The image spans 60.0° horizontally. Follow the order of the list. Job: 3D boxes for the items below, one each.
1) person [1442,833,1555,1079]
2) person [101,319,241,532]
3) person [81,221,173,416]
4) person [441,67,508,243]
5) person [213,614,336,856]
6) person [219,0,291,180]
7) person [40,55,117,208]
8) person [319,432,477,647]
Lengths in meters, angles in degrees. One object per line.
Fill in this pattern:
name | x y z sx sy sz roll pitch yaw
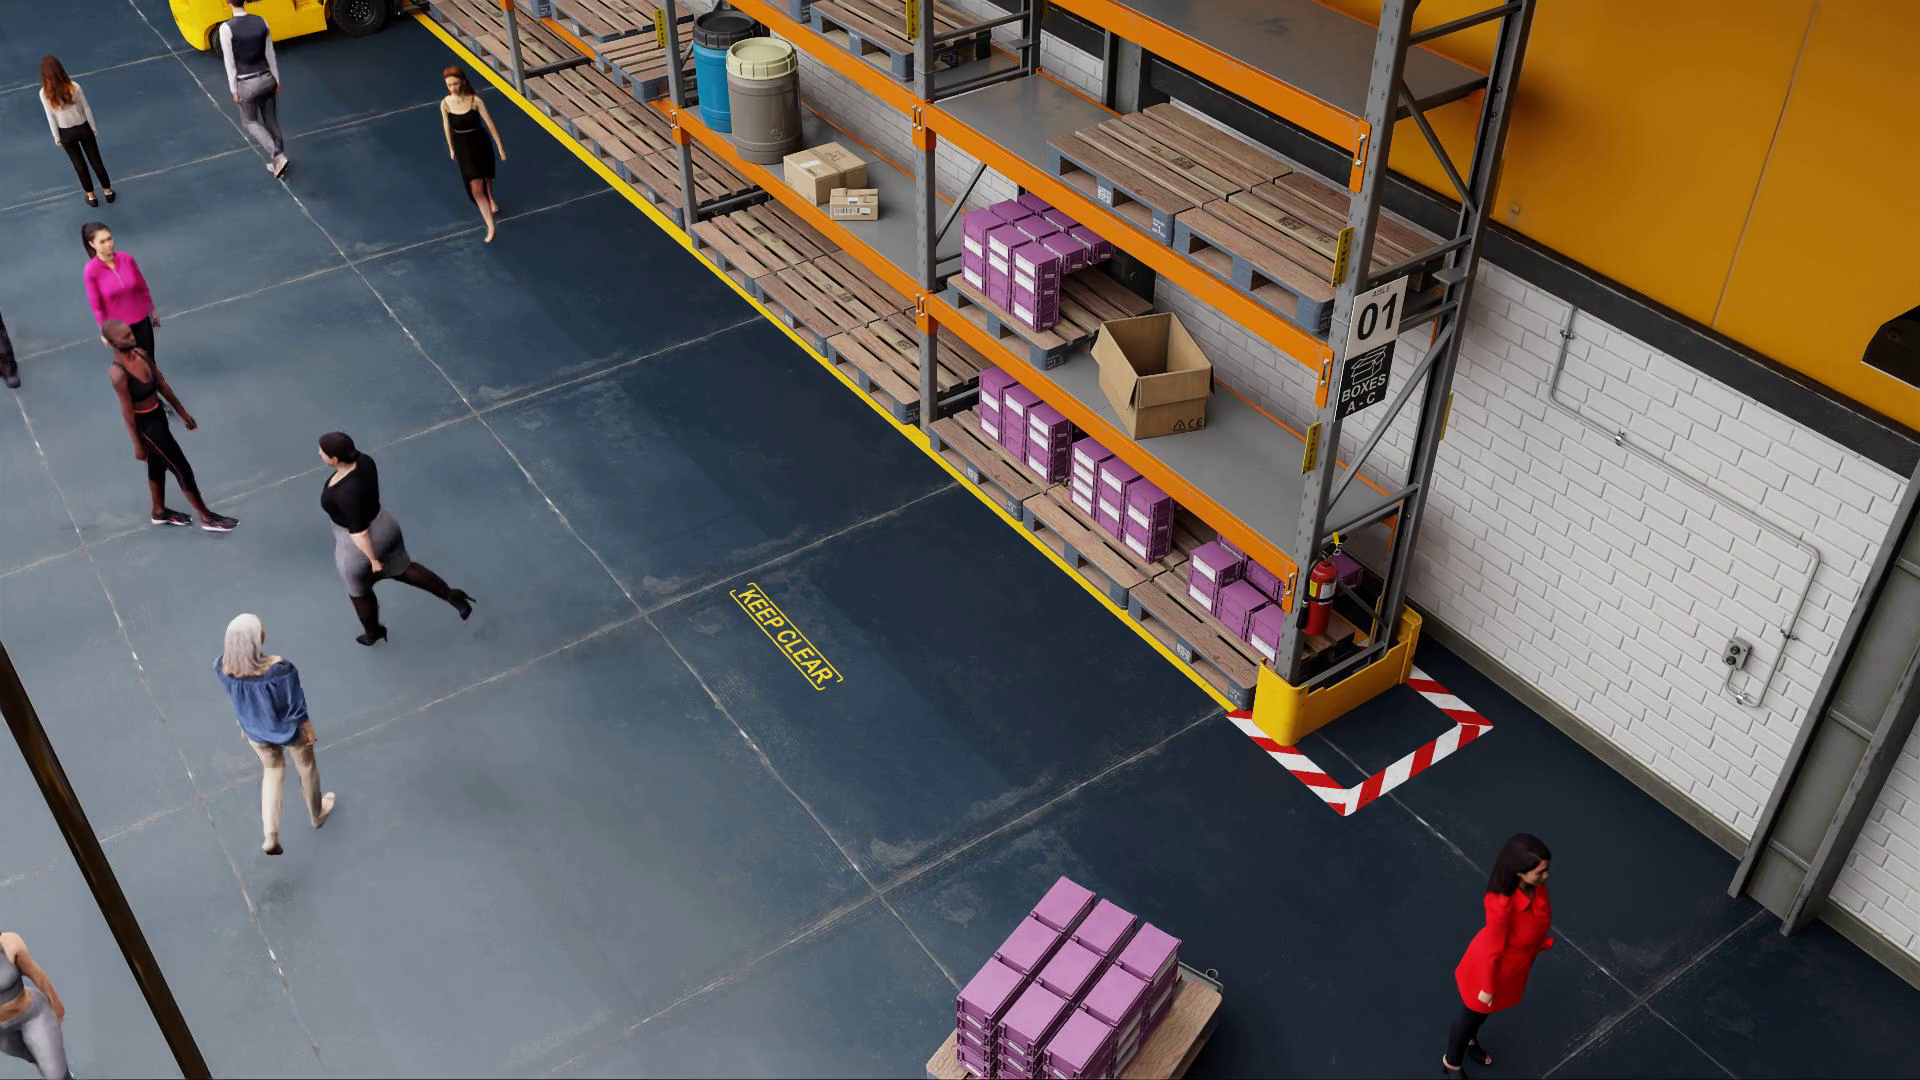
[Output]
person | 2.639 2.075 8.175 0.689 1.748 0.679 27 46 30
person | -5.829 -0.803 11.786 0.938 1.739 0.961 -2 39 -2
person | -6.548 -1.729 12.982 0.709 1.693 0.692 25 45 28
person | -4.523 -3.656 15.495 0.956 1.567 1.222 -10 40 -12
person | -3.900 1.135 9.405 0.913 1.681 1.010 2 39 2
person | -6.789 -4.402 16.143 0.889 1.925 0.769 29 47 31
person | -8.437 -3.895 15.862 0.550 1.484 0.495 -21 43 -24
person | -3.720 0.012 10.772 1.115 1.731 1.102 2 39 3
